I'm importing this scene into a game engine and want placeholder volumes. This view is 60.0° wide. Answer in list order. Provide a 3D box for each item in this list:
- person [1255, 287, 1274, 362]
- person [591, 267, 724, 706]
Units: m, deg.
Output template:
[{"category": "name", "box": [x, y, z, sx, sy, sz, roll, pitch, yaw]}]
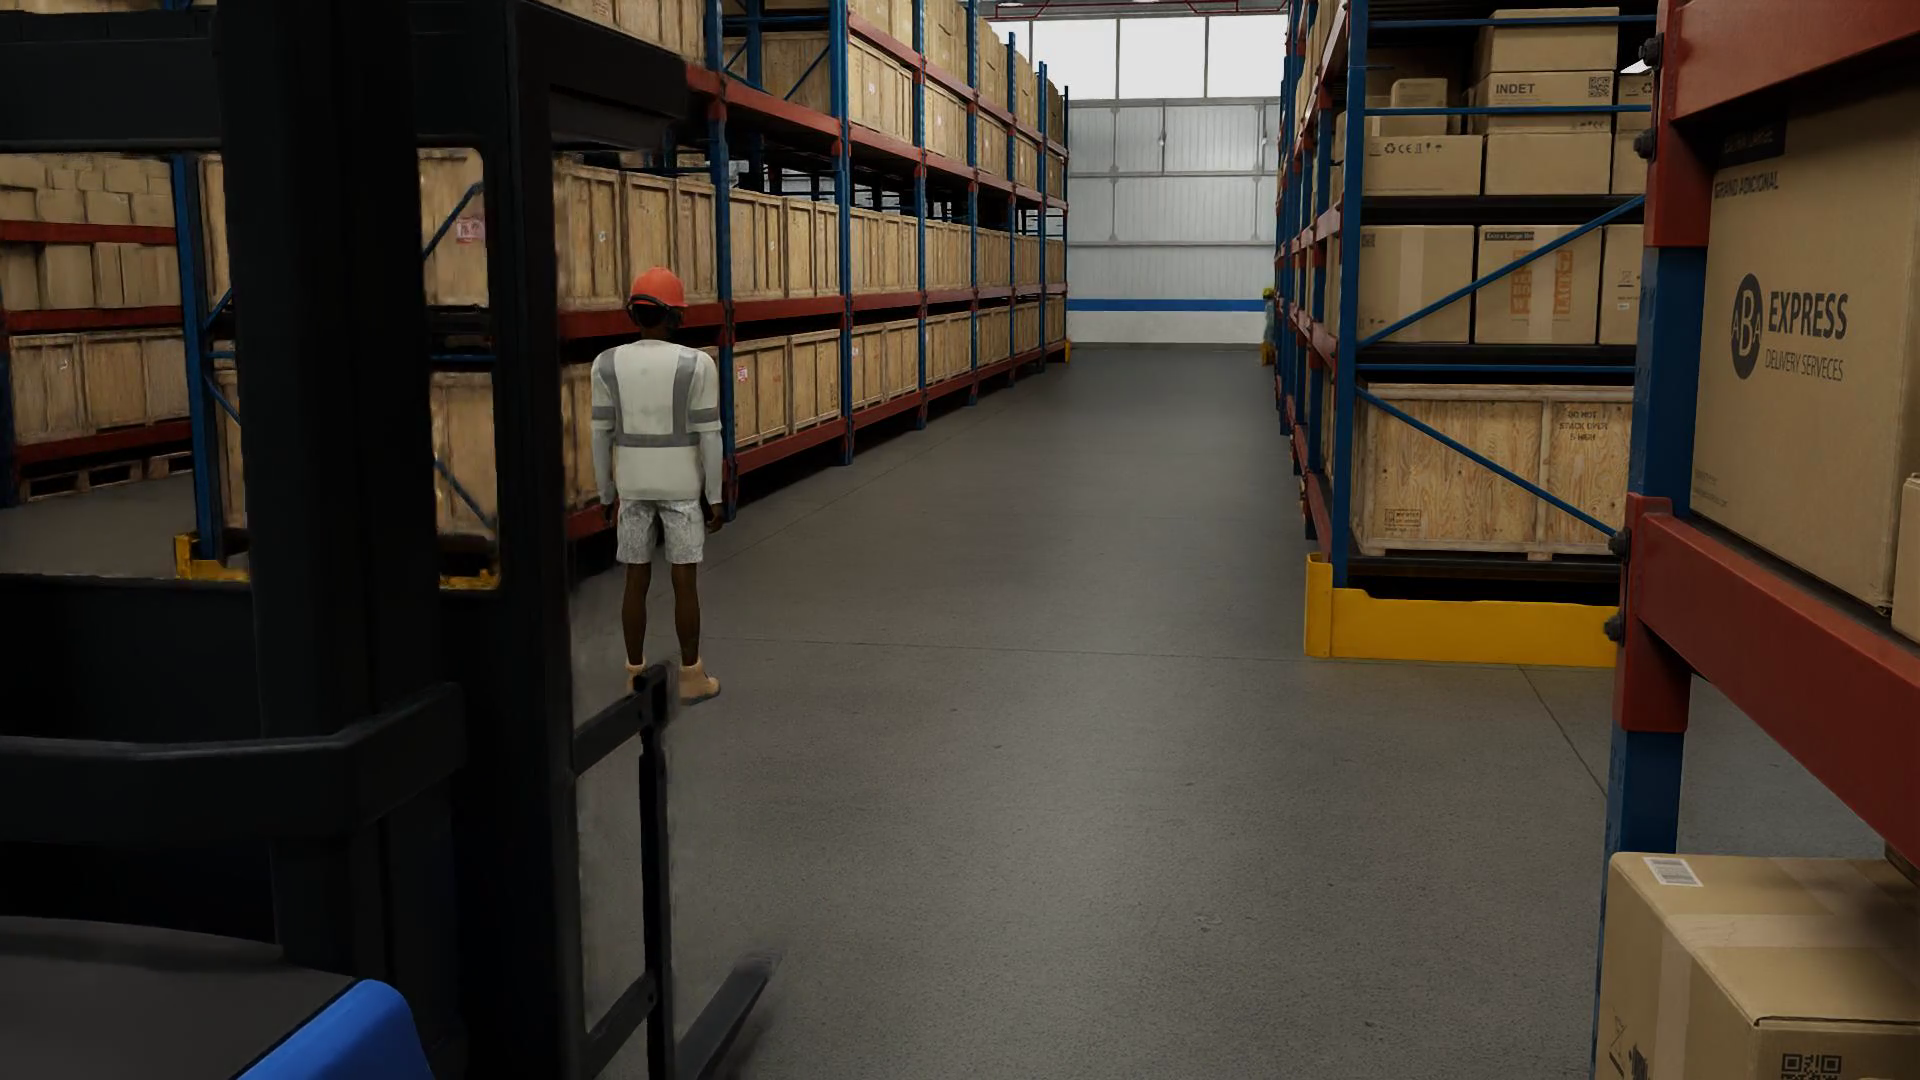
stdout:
[{"category": "person", "box": [6.995, -4.798, 37.119, 0.686, 1.704, 0.521, 1, 9, 5]}, {"category": "person", "box": [-1.396, -0.242, 7.776, 0.615, 2.042, 0.375, 1, 9, 8]}]
